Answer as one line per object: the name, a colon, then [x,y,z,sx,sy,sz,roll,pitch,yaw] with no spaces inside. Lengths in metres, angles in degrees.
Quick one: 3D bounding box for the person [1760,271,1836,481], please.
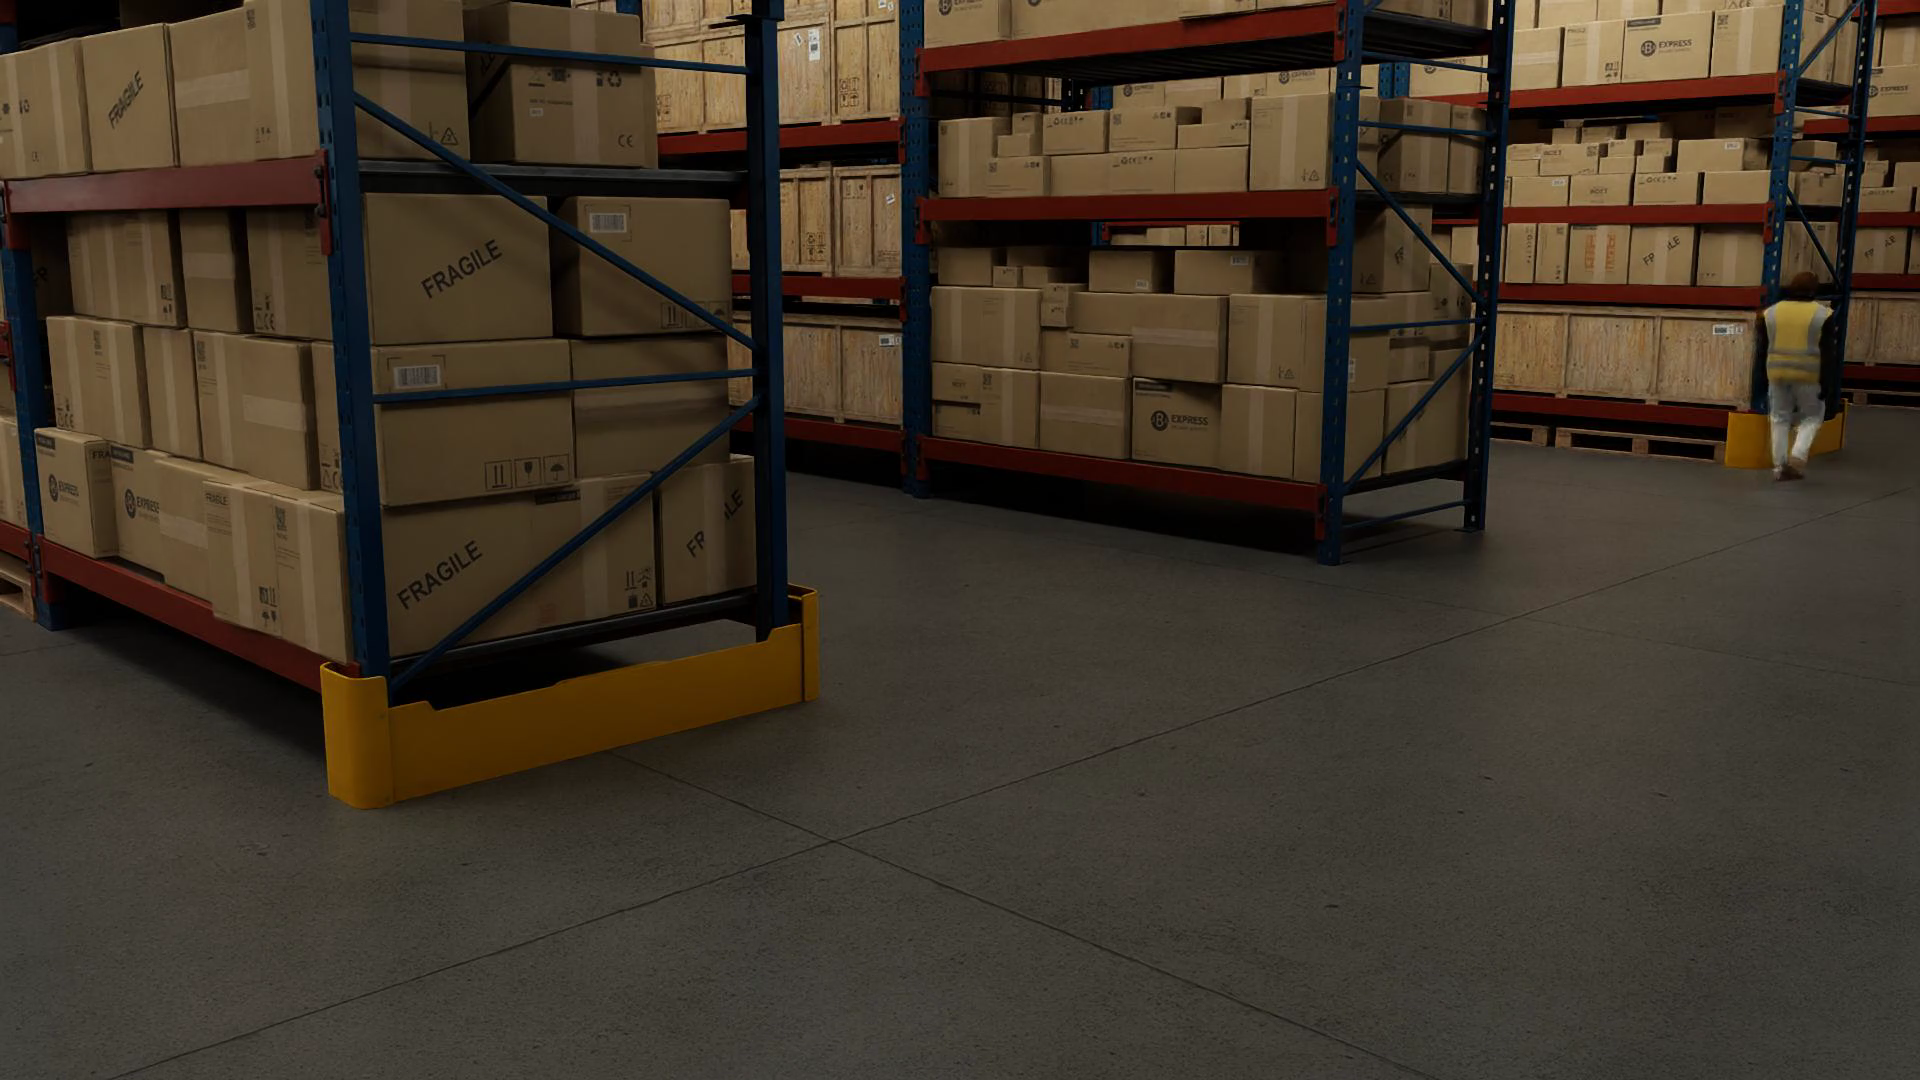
person: [7.218,-1.397,14.362,0.627,1.830,0.438,10,14,44]
